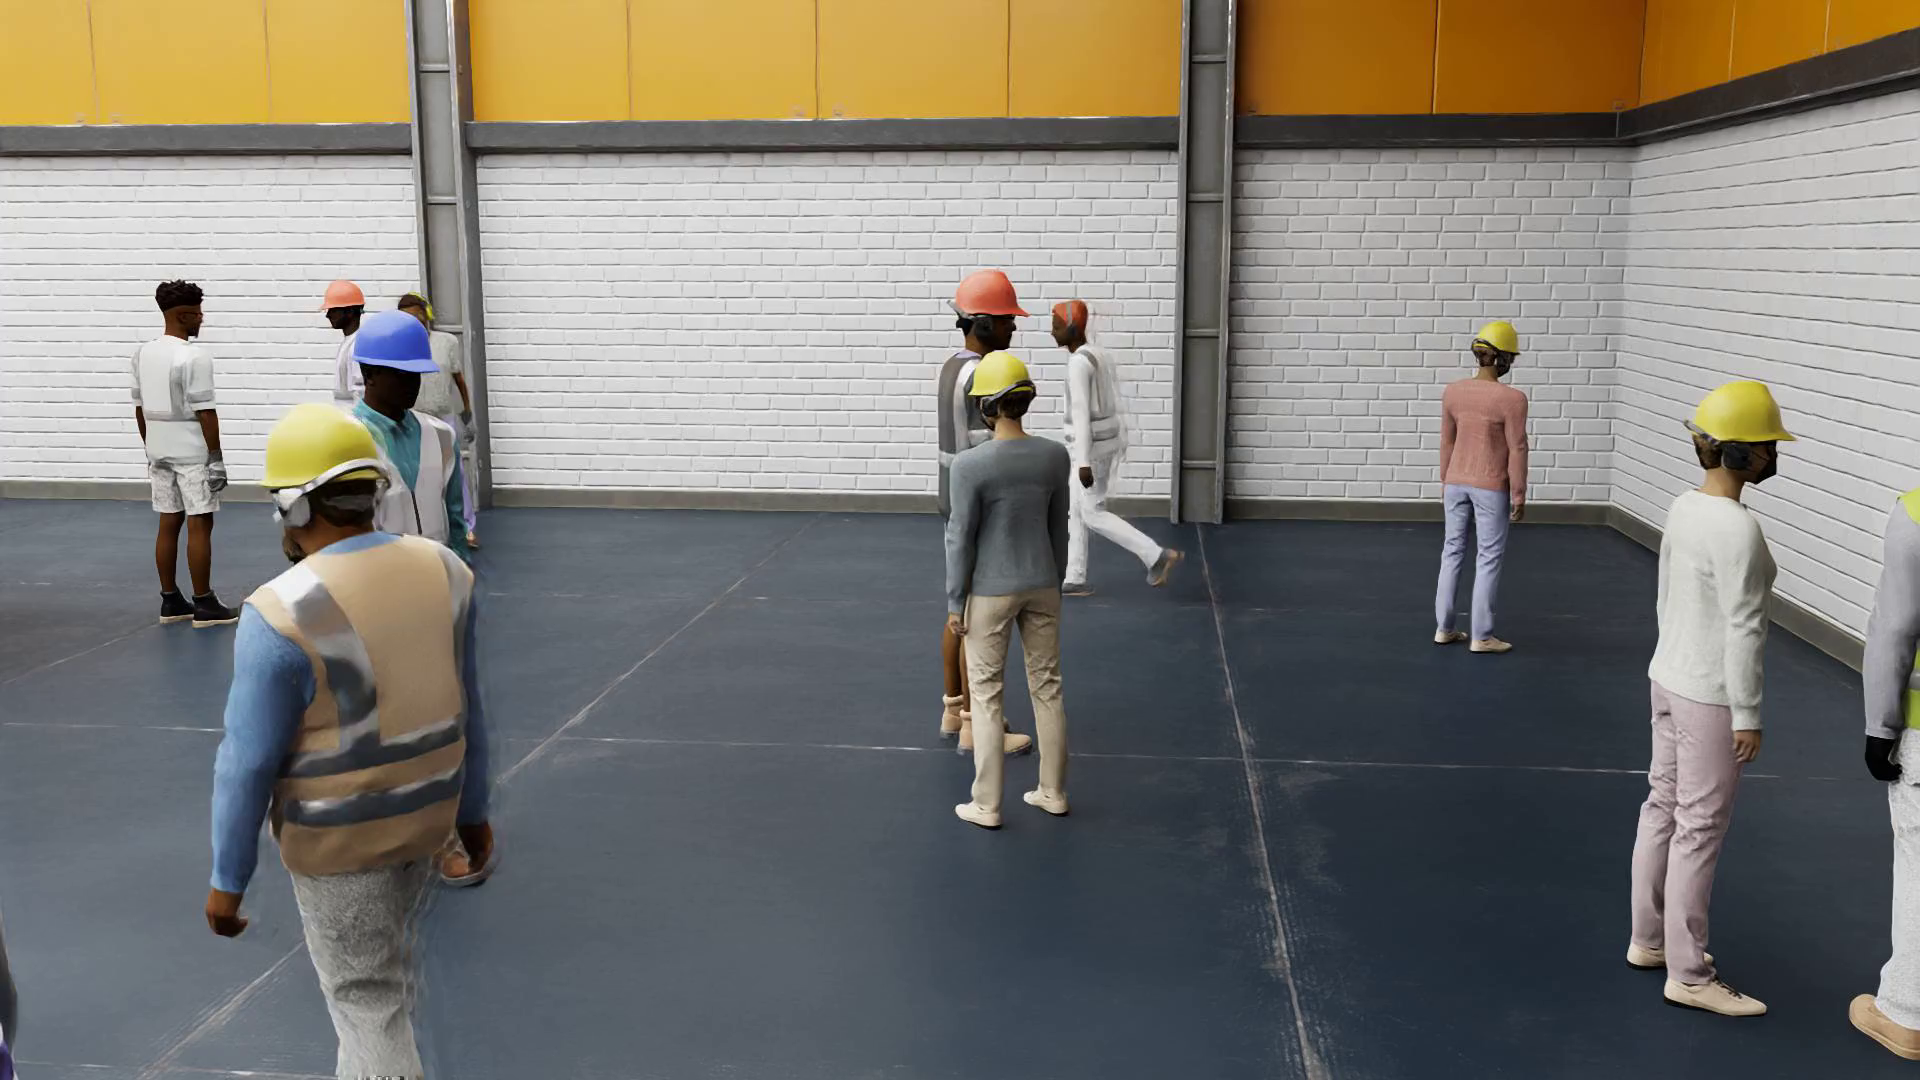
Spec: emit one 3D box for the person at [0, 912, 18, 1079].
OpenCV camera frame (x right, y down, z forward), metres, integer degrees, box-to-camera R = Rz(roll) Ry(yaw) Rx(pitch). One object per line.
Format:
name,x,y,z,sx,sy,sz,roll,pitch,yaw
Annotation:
person,-1.244,0.782,1.923,0.605,2.045,0.378,6,12,30

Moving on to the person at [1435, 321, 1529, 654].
person,2.772,-0.274,8.806,0.336,1.757,0.532,-8,12,-37

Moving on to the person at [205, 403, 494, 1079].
person,-1.342,0.610,3.585,0.620,1.800,0.609,4,11,24

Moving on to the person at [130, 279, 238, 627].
person,-4.392,-0.488,9.424,0.612,1.962,0.363,5,11,28

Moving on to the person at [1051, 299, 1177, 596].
person,0.896,-0.535,10.065,0.768,1.850,0.587,2,10,11

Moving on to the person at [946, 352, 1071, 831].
person,0.171,0.188,6.157,0.531,1.760,0.339,-5,11,-28

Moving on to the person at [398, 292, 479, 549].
person,-3.675,-0.816,11.695,0.605,1.825,0.701,-5,11,-24

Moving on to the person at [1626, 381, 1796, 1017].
person,2.126,0.436,4.701,0.322,1.769,0.523,1,10,3

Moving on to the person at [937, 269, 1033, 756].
person,0.105,-0.111,7.046,0.381,2.041,0.616,-3,10,-15

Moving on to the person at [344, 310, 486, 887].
person,-1.834,0.229,5.405,0.415,1.939,0.604,7,12,34

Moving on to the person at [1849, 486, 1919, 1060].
person,2.659,0.469,4.335,0.624,1.837,0.429,1,10,4

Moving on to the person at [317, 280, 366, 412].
person,-4.024,-0.754,11.067,0.385,1.930,0.541,-4,11,-23
